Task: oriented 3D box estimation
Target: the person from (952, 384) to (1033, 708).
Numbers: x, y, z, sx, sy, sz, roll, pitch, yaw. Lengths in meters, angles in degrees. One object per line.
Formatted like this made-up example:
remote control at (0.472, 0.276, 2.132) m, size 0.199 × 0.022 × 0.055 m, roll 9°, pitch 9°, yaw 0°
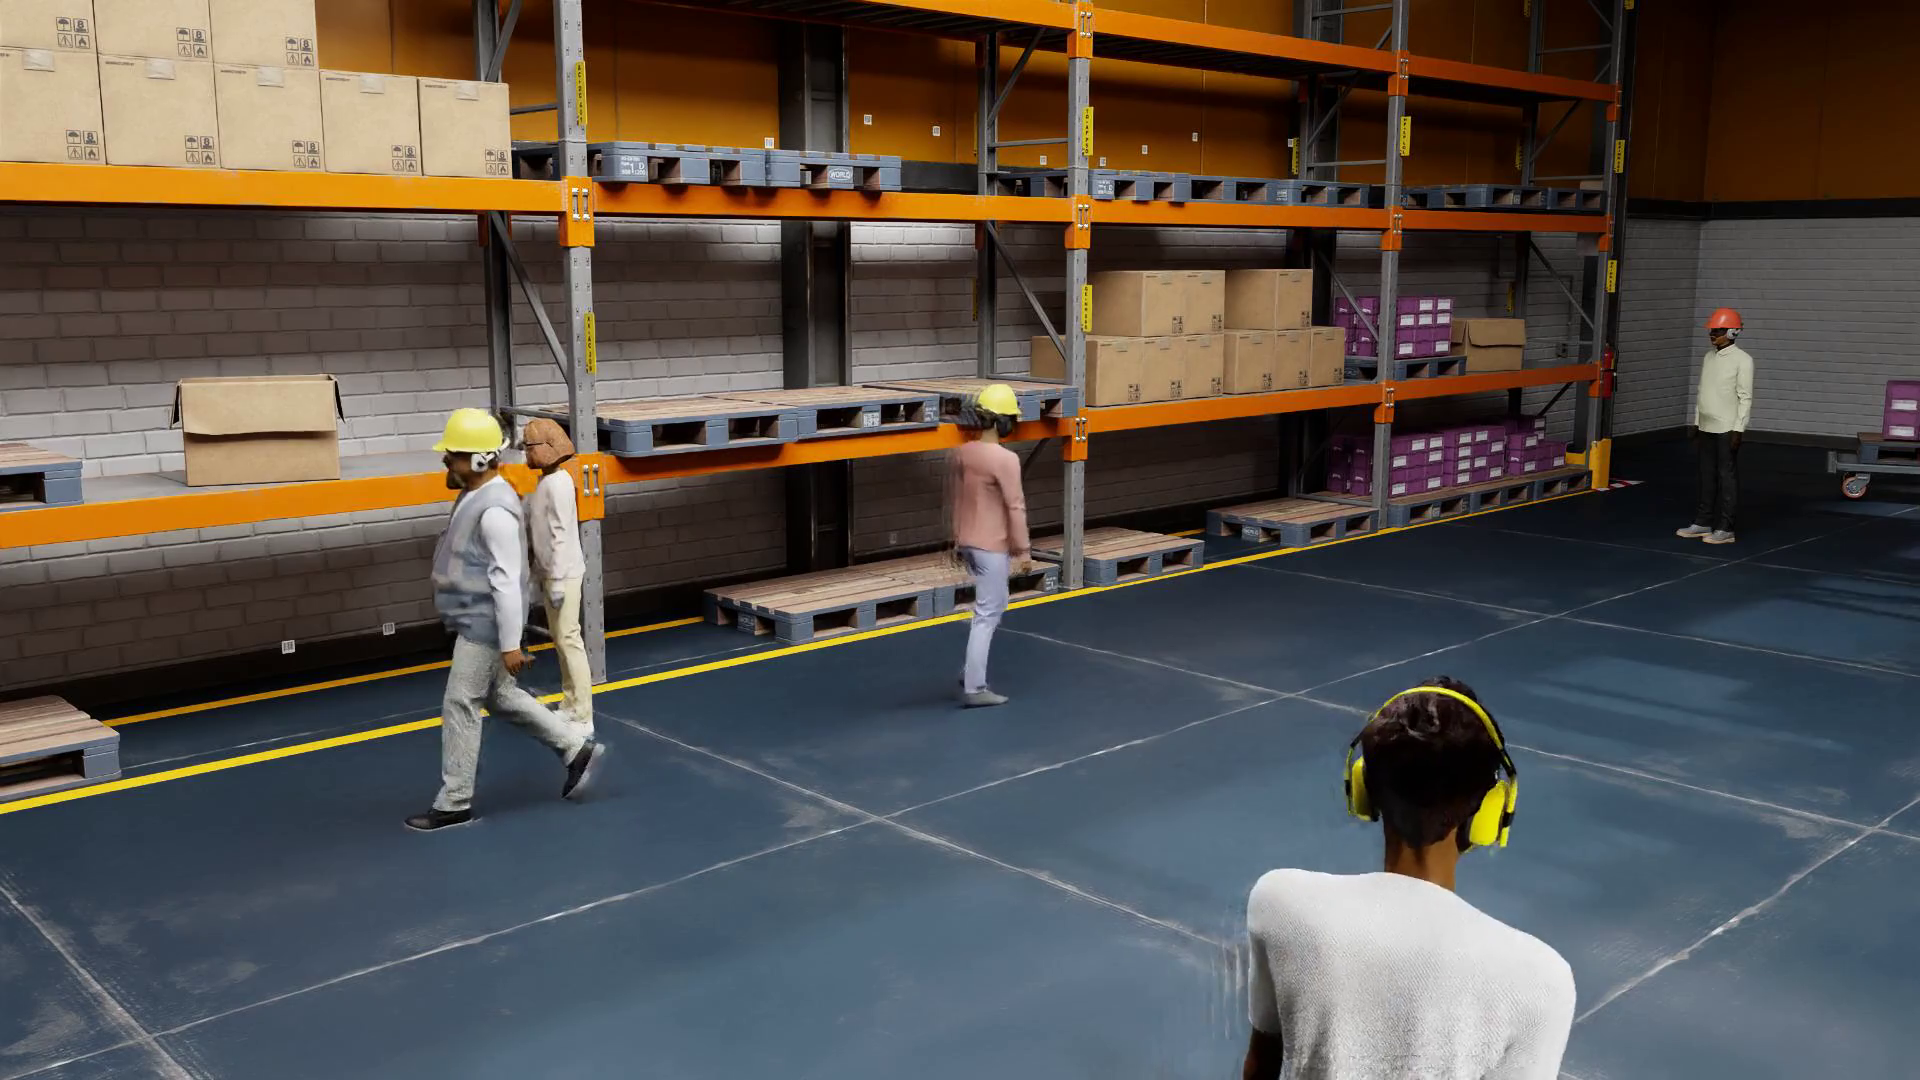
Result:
person at (0.174, 0.039, 8.946) m, size 0.434 × 1.747 × 0.540 m, roll -6°, pitch 11°, yaw -29°

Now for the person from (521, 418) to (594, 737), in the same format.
person at (-2.050, 0.193, 8.434) m, size 0.285 × 1.626 × 0.495 m, roll -4°, pitch 11°, yaw -23°

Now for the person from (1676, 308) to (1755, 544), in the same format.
person at (6.453, -0.970, 14.148) m, size 0.379 × 1.996 × 0.611 m, roll -2°, pitch 10°, yaw -12°

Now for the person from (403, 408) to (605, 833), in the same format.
person at (-1.970, 0.328, 7.110) m, size 0.818 × 1.809 × 0.596 m, roll -4°, pitch 10°, yaw -20°

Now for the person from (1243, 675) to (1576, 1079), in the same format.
person at (0.657, 1.099, 2.564) m, size 0.517 × 1.819 × 0.970 m, roll 5°, pitch 11°, yaw 27°
